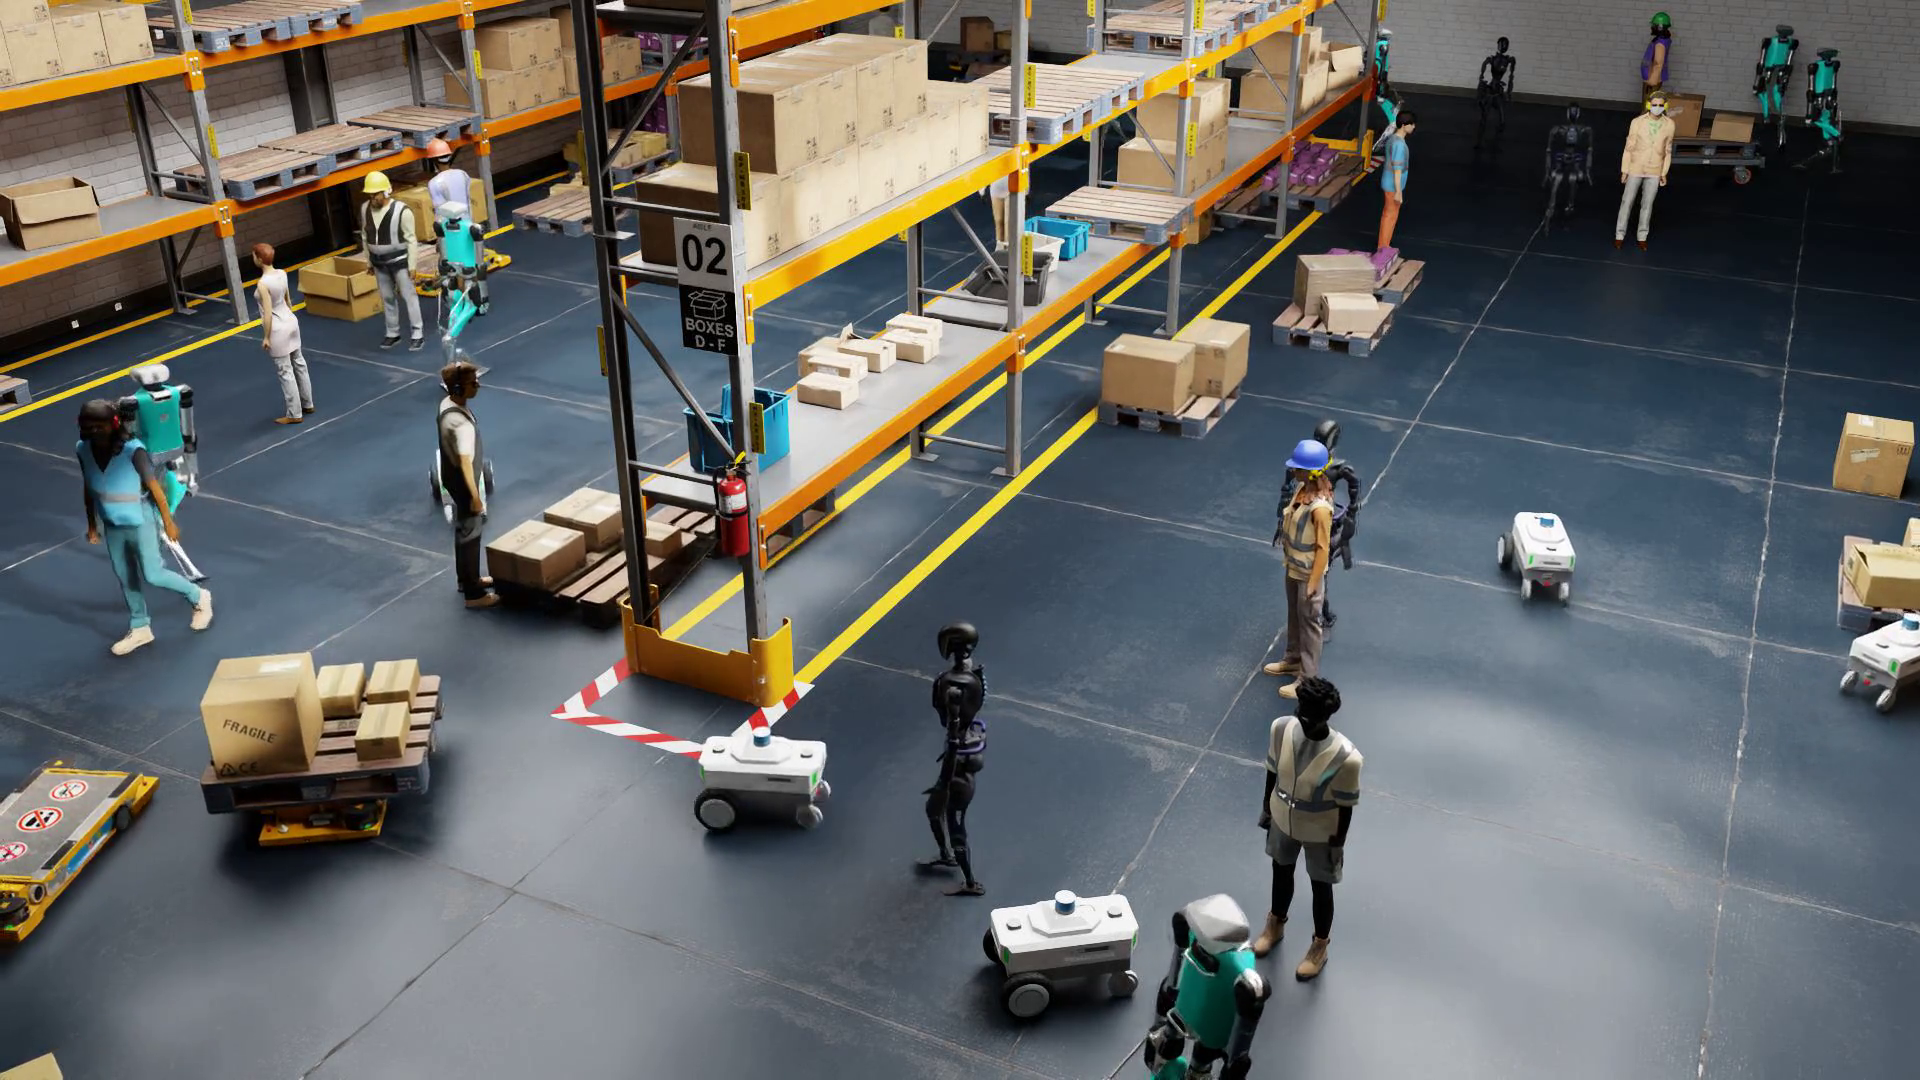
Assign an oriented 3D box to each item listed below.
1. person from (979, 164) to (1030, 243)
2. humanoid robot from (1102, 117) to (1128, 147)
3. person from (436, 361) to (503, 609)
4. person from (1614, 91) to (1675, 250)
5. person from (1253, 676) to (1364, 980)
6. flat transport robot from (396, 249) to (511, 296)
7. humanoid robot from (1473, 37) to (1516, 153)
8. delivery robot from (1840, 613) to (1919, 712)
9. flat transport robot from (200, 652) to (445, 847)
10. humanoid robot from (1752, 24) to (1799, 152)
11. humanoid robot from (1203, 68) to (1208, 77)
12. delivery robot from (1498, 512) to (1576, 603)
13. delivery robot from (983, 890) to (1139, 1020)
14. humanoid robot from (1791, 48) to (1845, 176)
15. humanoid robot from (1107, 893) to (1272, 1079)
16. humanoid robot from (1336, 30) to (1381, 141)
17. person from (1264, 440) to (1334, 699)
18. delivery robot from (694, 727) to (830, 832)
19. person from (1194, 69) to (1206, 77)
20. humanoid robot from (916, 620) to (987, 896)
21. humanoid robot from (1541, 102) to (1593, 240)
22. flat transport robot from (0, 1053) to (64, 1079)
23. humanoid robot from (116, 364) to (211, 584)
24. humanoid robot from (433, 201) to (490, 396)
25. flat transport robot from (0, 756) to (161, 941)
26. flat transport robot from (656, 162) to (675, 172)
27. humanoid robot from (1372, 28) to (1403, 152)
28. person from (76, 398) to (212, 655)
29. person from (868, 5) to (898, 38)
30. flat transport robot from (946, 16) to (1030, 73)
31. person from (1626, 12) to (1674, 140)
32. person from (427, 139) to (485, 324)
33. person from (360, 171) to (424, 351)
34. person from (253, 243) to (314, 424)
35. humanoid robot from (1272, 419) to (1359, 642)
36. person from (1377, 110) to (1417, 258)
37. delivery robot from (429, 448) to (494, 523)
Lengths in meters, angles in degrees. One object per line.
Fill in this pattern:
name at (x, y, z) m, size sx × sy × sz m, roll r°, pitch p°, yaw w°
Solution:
person at (0.482, -4.006, 19.221) m, size 0.585 × 1.724 × 0.719 m, roll 9°, pitch 28°, yaw 17°
humanoid robot at (2.364, -6.577, 24.490) m, size 0.888 × 1.845 × 0.536 m, roll 7°, pitch 27°, yaw 13°
person at (-3.499, -0.397, 11.821) m, size 0.347 × 1.835 × 0.501 m, roll -11°, pitch 28°, yaw -21°
person at (8.194, -4.427, 19.913) m, size 0.556 × 1.877 × 0.409 m, roll 4°, pitch 27°, yaw 8°
person at (1.727, 1.417, 8.309) m, size 0.532 × 1.693 × 0.320 m, roll 24°, pitch 35°, yaw 39°
flat transport robot at (-5.850, -3.098, 19.036) m, size 0.659 × 0.231 × 1.431 m, roll 10°, pitch 28°, yaw 20°
humanoid robot at (7.827, -6.496, 24.317) m, size 0.609 × 1.643 × 0.556 m, roll -6°, pitch 27°, yaw -12°
delivery robot at (6.184, 0.760, 10.912) m, size 0.789 × 0.587 × 0.499 m, roll -14°, pitch 30°, yaw -26°
flat transport robot at (-3.763, 1.345, 10.062) m, size 0.659 × 0.231 × 1.431 m, roll -4°, pitch 27°, yaw -9°
humanoid robot at (12.089, -6.603, 24.525) m, size 0.555 × 1.836 × 0.874 m, roll -1°, pitch 26°, yaw -3°
humanoid robot at (3.732, -6.748, 24.897) m, size 0.763 × 1.640 × 0.609 m, roll 11°, pitch 28°, yaw 21°
delivery robot at (4.297, 0.078, 12.288) m, size 0.499 × 0.585 × 0.765 m, roll 4°, pitch 27°, yaw 7°
delivery robot at (0.516, 2.024, 8.351) m, size 0.774 × 0.581 × 0.499 m, roll -5°, pitch 27°, yaw -9°
humanoid robot at (12.108, -5.848, 23.017) m, size 0.541 × 1.758 × 1.039 m, roll -11°, pitch 29°, yaw -22°
humanoid robot at (0.792, 2.226, 6.641) m, size 0.971 × 1.756 × 0.565 m, roll -15°, pitch 30°, yaw -27°
humanoid robot at (6.080, -6.856, 25.101) m, size 0.692 × 1.632 × 0.613 m, roll 1°, pitch 26°, yaw 2°
person at (2.197, 0.184, 10.704) m, size 0.322 × 1.776 × 0.481 m, roll -4°, pitch 27°, yaw -7°
delivery robot at (-1.143, 1.355, 9.686) m, size 0.739 × 0.566 × 0.499 m, roll 2°, pitch 26°, yaw 5°
person at (3.049, -5.394, 21.885) m, size 0.662 × 1.855 × 0.988 m, roll 13°, pitch 29°, yaw 24°
humanoid robot at (-0.055, 1.180, 8.814) m, size 0.406 × 1.648 × 0.604 m, roll 2°, pitch 26°, yaw 4°
humanoid robot at (7.460, -4.534, 20.385) m, size 0.609 × 1.642 × 0.605 m, roll 6°, pitch 27°, yaw 12°
flat transport robot at (-3.879, 3.008, 6.702) m, size 1.431 × 0.231 × 0.659 m, roll -20°, pitch 32°, yaw -34°
humanoid robot at (-5.864, -0.491, 12.122) m, size 1.049 × 1.721 × 0.578 m, roll 19°, pitch 32°, yaw 34°
humanoid robot at (-4.834, -2.234, 15.659) m, size 0.531 × 1.772 × 0.963 m, roll 10°, pitch 28°, yaw 20°
flat transport robot at (-5.176, 1.707, 9.331) m, size 0.659 × 0.231 × 1.431 m, roll 2°, pitch 26°, yaw 5°
flat transport robot at (-3.813, -4.863, 22.602) m, size 0.659 × 0.231 × 1.431 m, roll -1°, pitch 26°, yaw -2°
humanoid robot at (6.335, -6.588, 24.438) m, size 0.663 × 1.802 × 0.546 m, roll 1°, pitch 26°, yaw 3°
person at (-5.597, -0.139, 11.287) m, size 0.592 × 1.853 × 0.579 m, roll 8°, pitch 27°, yaw 16°
person at (-1.282, -7.792, 26.804) m, size 0.570 × 1.784 × 0.828 m, roll -9°, pitch 28°, yaw -17°
flat transport robot at (0.545, -8.573, 30.096) m, size 1.431 × 0.231 × 0.659 m, roll 21°, pitch 33°, yaw 36°
person at (10.310, -6.858, 24.759) m, size 0.409 × 1.930 × 0.530 m, roll 7°, pitch 27°, yaw 14°
person at (-5.331, -3.233, 17.440) m, size 0.379 × 1.926 × 0.547 m, roll 12°, pitch 29°, yaw 22°
person at (-5.698, -2.787, 16.650) m, size 0.591 × 1.831 × 0.404 m, roll 7°, pitch 27°, yaw 13°
person at (-6.125, -1.859, 14.961) m, size 0.285 × 1.661 × 0.446 m, roll 4°, pitch 27°, yaw 9°
humanoid robot at (2.416, -0.065, 11.321) m, size 0.597 × 1.646 × 0.329 m, roll 18°, pitch 31°, yaw 32°
person at (5.108, -4.149, 19.483) m, size 0.343 × 1.758 × 0.504 m, roll 3°, pitch 26°, yaw 6°
delivery robot at (-4.048, -0.520, 13.492) m, size 0.499 × 0.582 × 0.773 m, roll -8°, pitch 27°, yaw -16°
